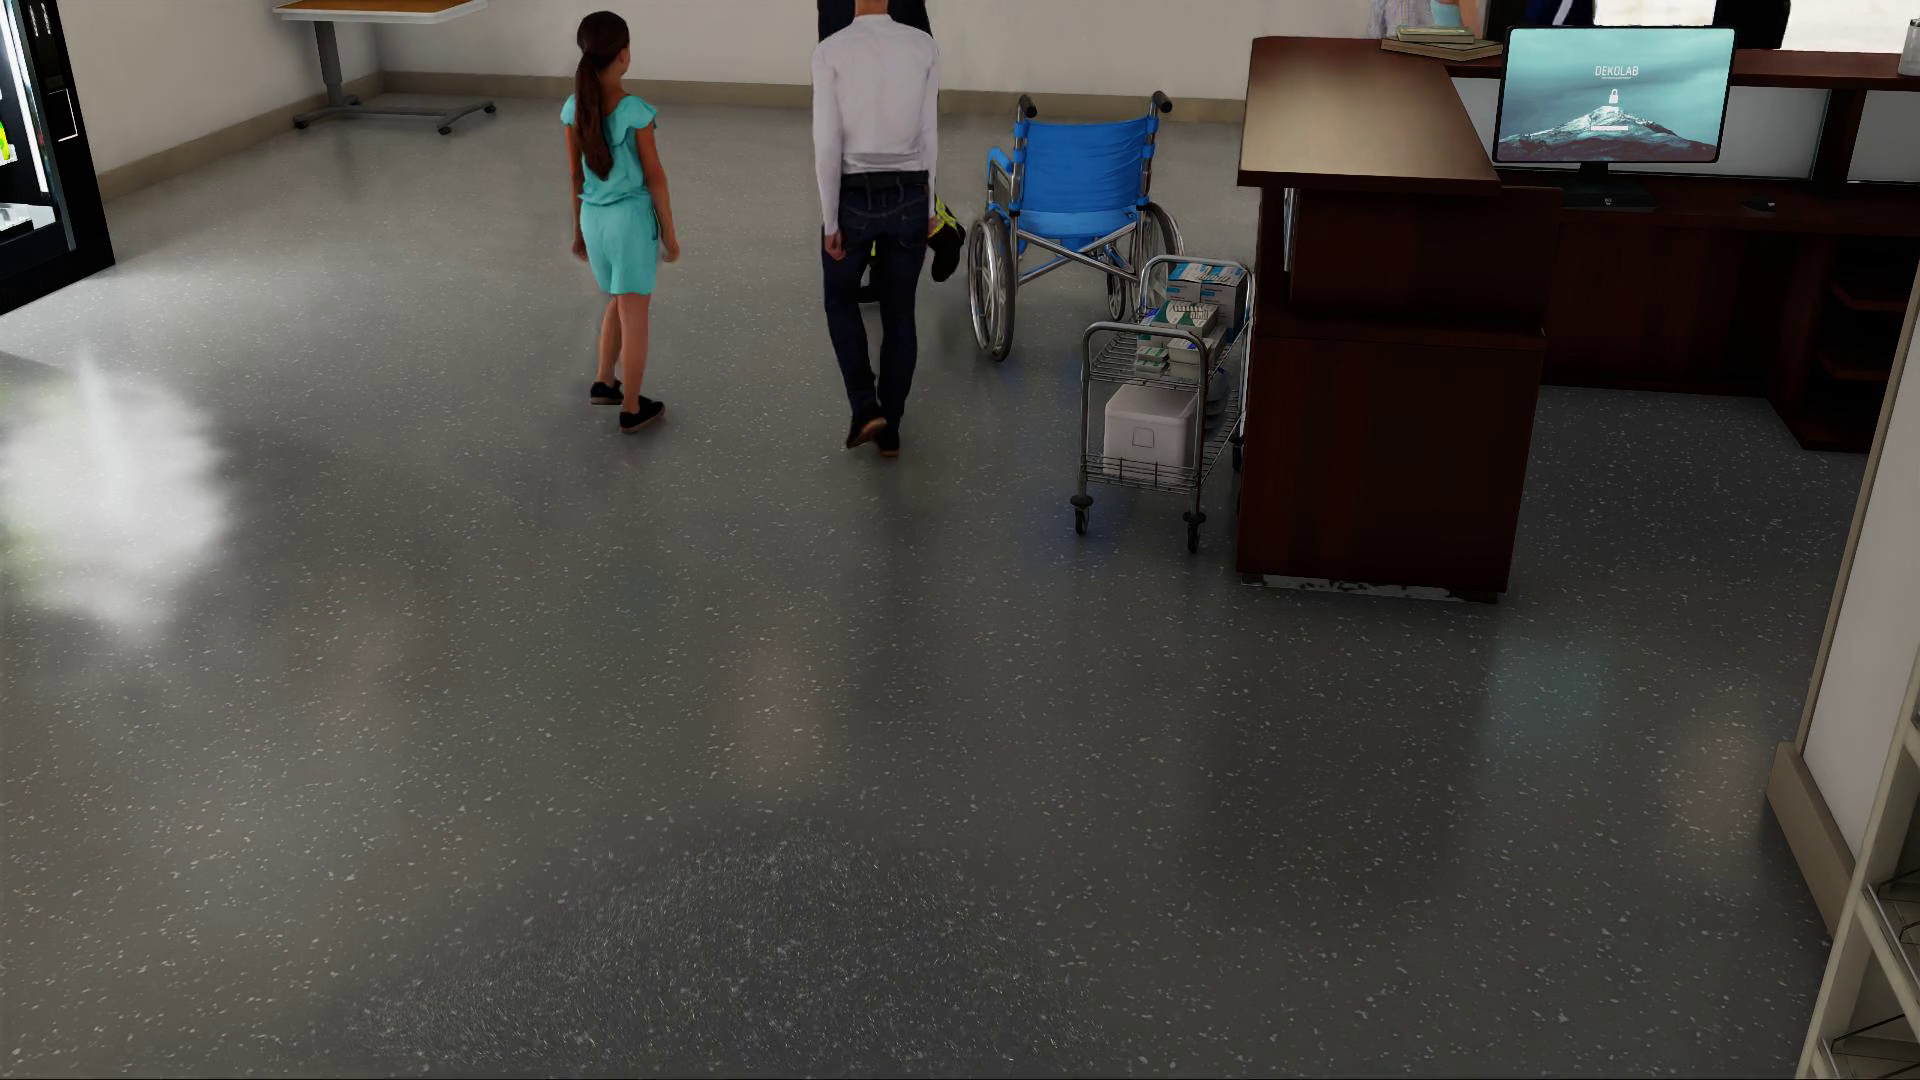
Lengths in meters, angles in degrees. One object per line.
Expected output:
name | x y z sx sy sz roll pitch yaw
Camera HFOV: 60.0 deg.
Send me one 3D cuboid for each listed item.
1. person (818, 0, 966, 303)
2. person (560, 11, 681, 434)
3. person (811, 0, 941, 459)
person | -0.294 -2.025 7.597 1.040 1.892 1.110 19 31 33
person | -1.292 -1.130 6.135 0.623 1.551 0.657 13 28 24
person | -0.265 -1.137 5.801 0.749 1.852 0.819 -6 26 -12
